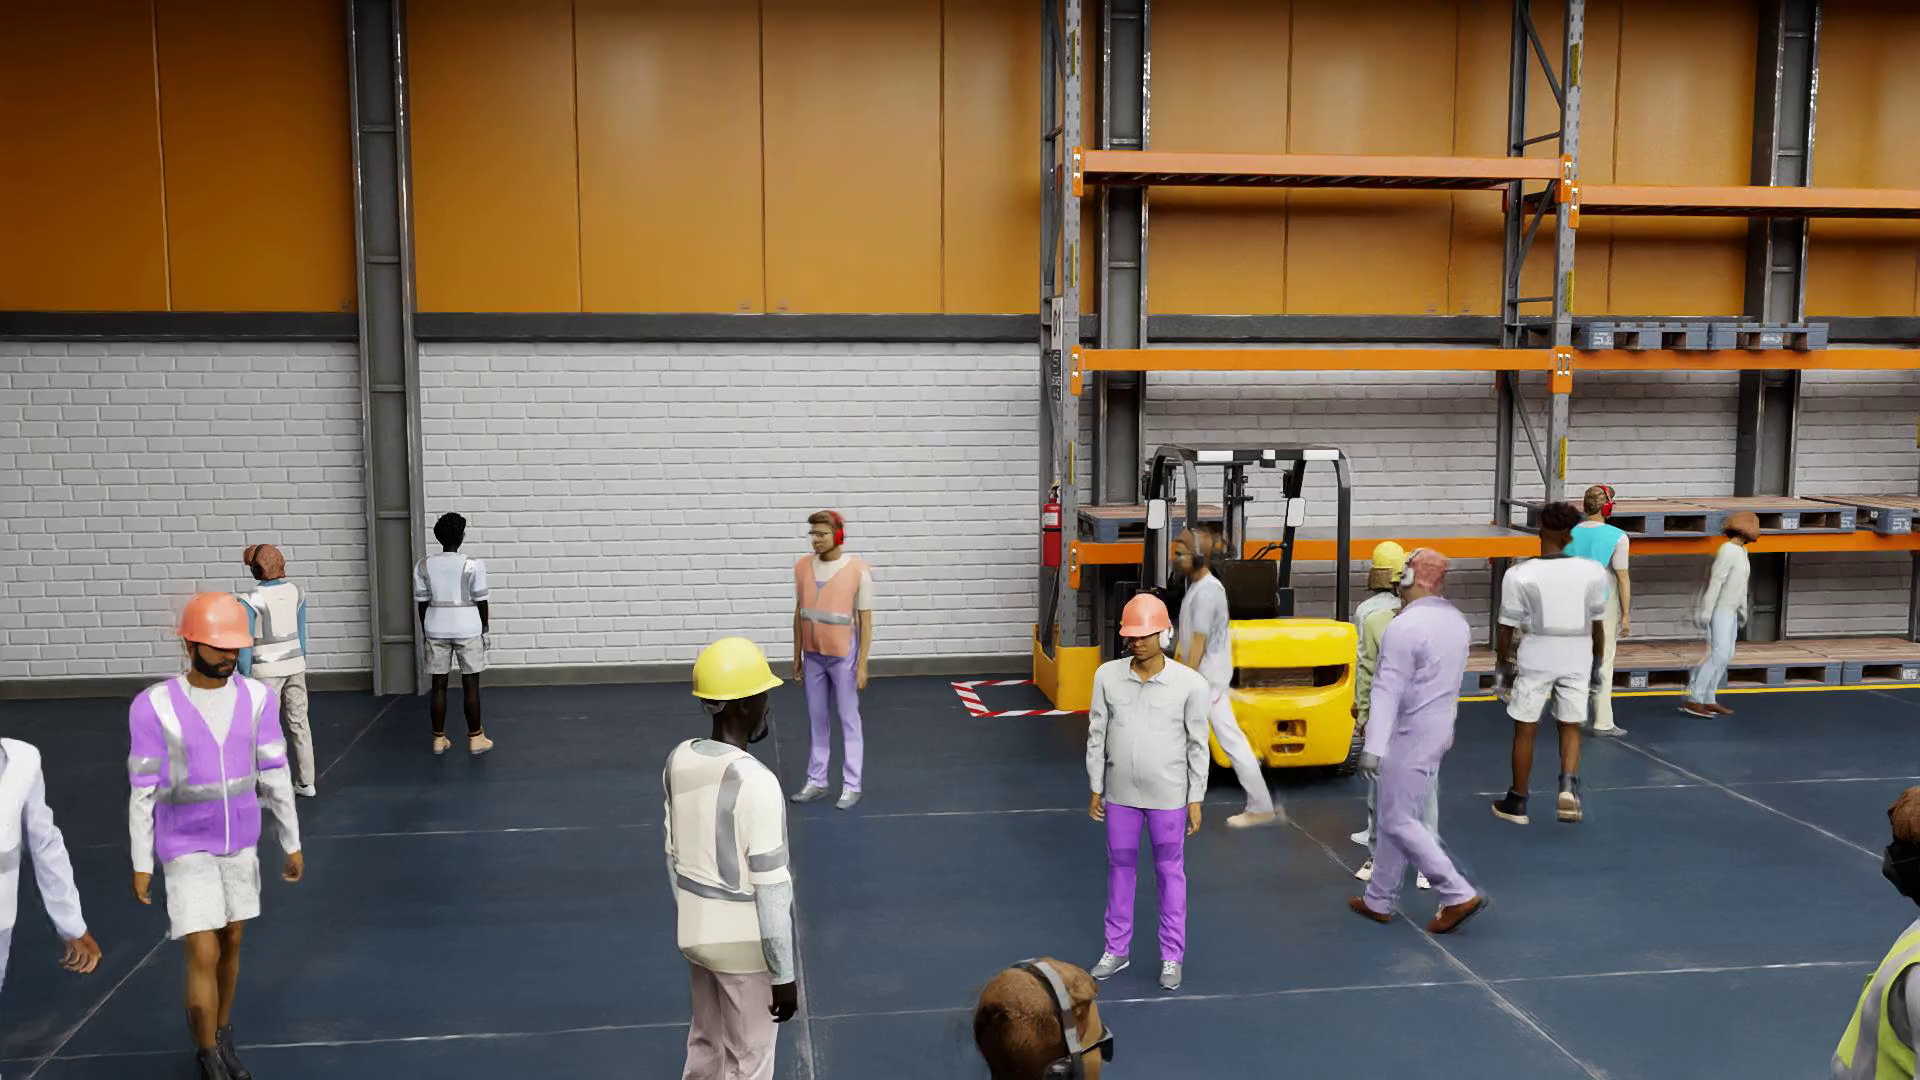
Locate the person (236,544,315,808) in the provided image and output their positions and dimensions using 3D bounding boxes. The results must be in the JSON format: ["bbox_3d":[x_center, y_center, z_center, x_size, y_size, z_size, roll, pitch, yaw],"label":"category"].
[{"bbox_3d":[-4.245,0.836,10.299,0.318,1.630,0.513,3,7,24],"label":"person"}]

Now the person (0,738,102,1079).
[{"bbox_3d":[-3.155,1.290,5.300,1.016,1.864,0.596,2,7,18],"label":"person"}]

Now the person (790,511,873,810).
[{"bbox_3d":[-0.785,0.731,10.292,0.577,1.840,0.397,4,8,31],"label":"person"}]

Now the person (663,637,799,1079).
[{"bbox_3d":[-0.707,1.262,5.248,0.357,1.930,0.585,-6,9,-41],"label":"person"}]

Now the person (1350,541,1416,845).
[{"bbox_3d":[2.428,0.876,9.448,0.487,1.741,0.313,-3,7,-21],"label":"person"}]

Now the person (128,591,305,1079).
[{"bbox_3d":[-2.723,1.155,6.219,0.686,1.919,0.576,5,8,39],"label":"person"}]

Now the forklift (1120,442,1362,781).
[{"bbox_3d":[1.912,0.418,11.496,1.214,2.155,2.313,-1,7,-8],"label":"forklift"}]

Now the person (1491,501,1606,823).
[{"bbox_3d":[3.467,0.738,9.760,0.668,1.943,0.597,0,7,1],"label":"person"}]

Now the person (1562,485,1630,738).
[{"bbox_3d":[4.607,0.518,12.124,0.389,1.846,0.567,-5,8,-37],"label":"person"}]

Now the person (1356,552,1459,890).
[{"bbox_3d":[2.347,0.941,8.756,0.533,1.772,0.296,4,7,29],"label":"person"}]

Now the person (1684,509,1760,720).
[{"bbox_3d":[5.880,0.562,12.756,0.405,1.604,0.538,5,8,39],"label":"person"}]

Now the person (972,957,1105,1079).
[{"bbox_3d":[0.082,1.605,2.803,0.920,1.817,0.523,-5,8,-36],"label":"person"}]

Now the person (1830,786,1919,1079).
[{"bbox_3d":[2.236,1.468,3.830,0.429,1.841,0.634,6,9,40],"label":"person"}]

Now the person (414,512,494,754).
[{"bbox_3d":[-3.523,0.654,11.592,0.533,1.697,0.318,0,7,4],"label":"person"}]

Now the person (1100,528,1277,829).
[{"bbox_3d":[1.388,0.821,9.751,1.050,1.783,0.536,0,7,-1],"label":"person"}]

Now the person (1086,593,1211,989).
[{"bbox_3d":[0.822,1.104,7.395,0.565,1.751,0.330,3,7,23],"label":"person"}]

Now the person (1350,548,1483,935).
[{"bbox_3d":[2.215,0.977,8.069,0.678,1.866,0.730,5,8,36],"label":"person"}]
